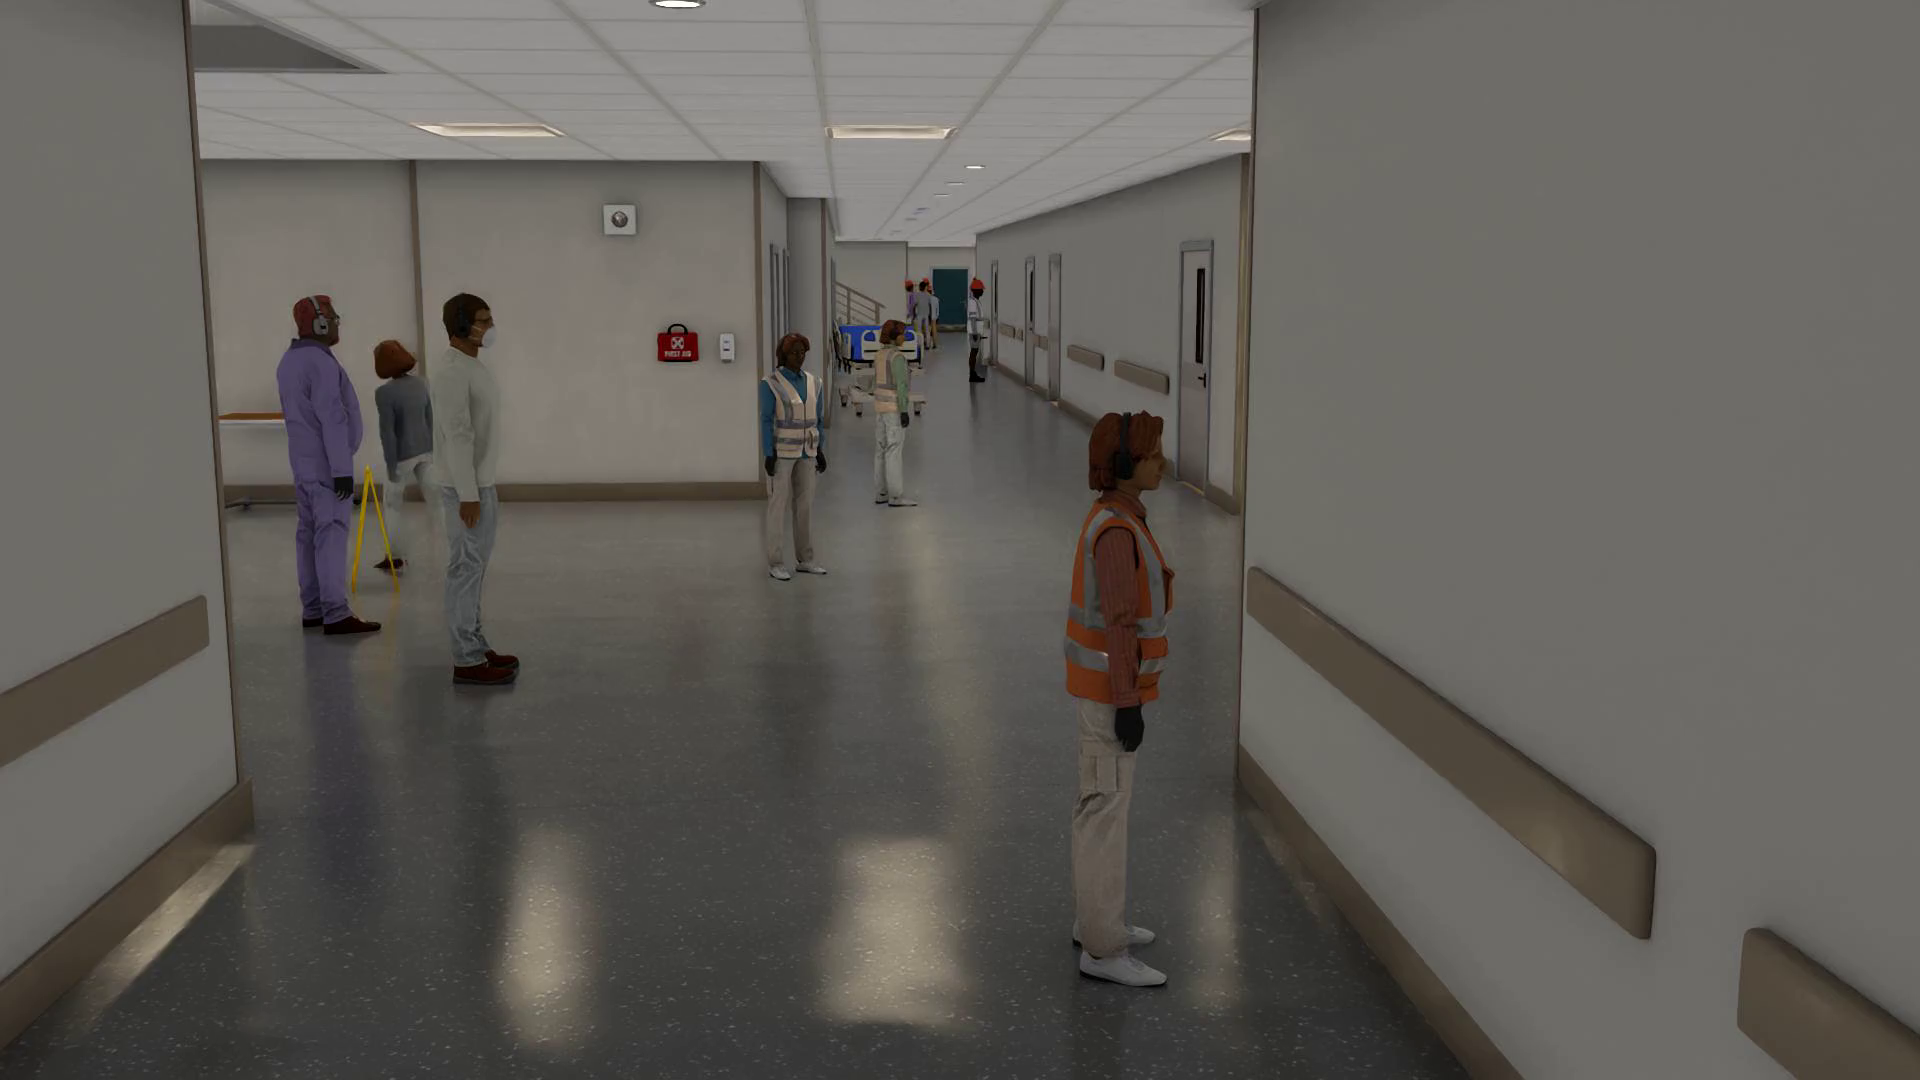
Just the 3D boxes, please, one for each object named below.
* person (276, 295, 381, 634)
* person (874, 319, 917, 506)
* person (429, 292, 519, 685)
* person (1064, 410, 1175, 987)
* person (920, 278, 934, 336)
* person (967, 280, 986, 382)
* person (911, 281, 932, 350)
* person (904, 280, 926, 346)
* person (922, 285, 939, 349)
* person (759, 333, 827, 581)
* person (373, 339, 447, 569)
[{"bbox_3d":[-3.589,-0.425,9.434,0.409,1.913,0.639,-8,12,-41],"label":"person"},{"bbox_3d":[-0.595,-1.114,14.611,0.312,1.638,0.512,-5,10,-27],"label":"person"},{"bbox_3d":[-2.424,-0.255,8.277,0.372,1.940,0.632,-2,9,-9],"label":"person"},{"bbox_3d":[0.456,0.444,4.819,0.314,1.641,0.515,1,9,4],"label":"person"},{"bbox_3d":[-1.116,-7.683,54.917,0.548,1.937,0.379,-8,12,-43],"label":"person"},{"bbox_3d":[0.318,-3.966,31.582,0.360,1.939,0.543,1,9,6],"label":"person"},{"bbox_3d":[-1.017,-6.005,44.675,0.559,1.858,0.397,-2,9,-12],"label":"person"},{"bbox_3d":[-1.319,-6.437,47.311,0.934,1.879,0.579,2,9,11],"label":"person"},{"bbox_3d":[-0.843,-6.087,45.480,0.572,1.747,0.343,-7,11,-36],"label":"person"},{"bbox_3d":[-1.118,-0.560,11.131,0.514,1.641,0.308,-9,13,-44],"label":"person"},{"bbox_3d":[-3.672,-0.557,11.250,0.820,1.604,0.517,5,10,30],"label":"person"}]
